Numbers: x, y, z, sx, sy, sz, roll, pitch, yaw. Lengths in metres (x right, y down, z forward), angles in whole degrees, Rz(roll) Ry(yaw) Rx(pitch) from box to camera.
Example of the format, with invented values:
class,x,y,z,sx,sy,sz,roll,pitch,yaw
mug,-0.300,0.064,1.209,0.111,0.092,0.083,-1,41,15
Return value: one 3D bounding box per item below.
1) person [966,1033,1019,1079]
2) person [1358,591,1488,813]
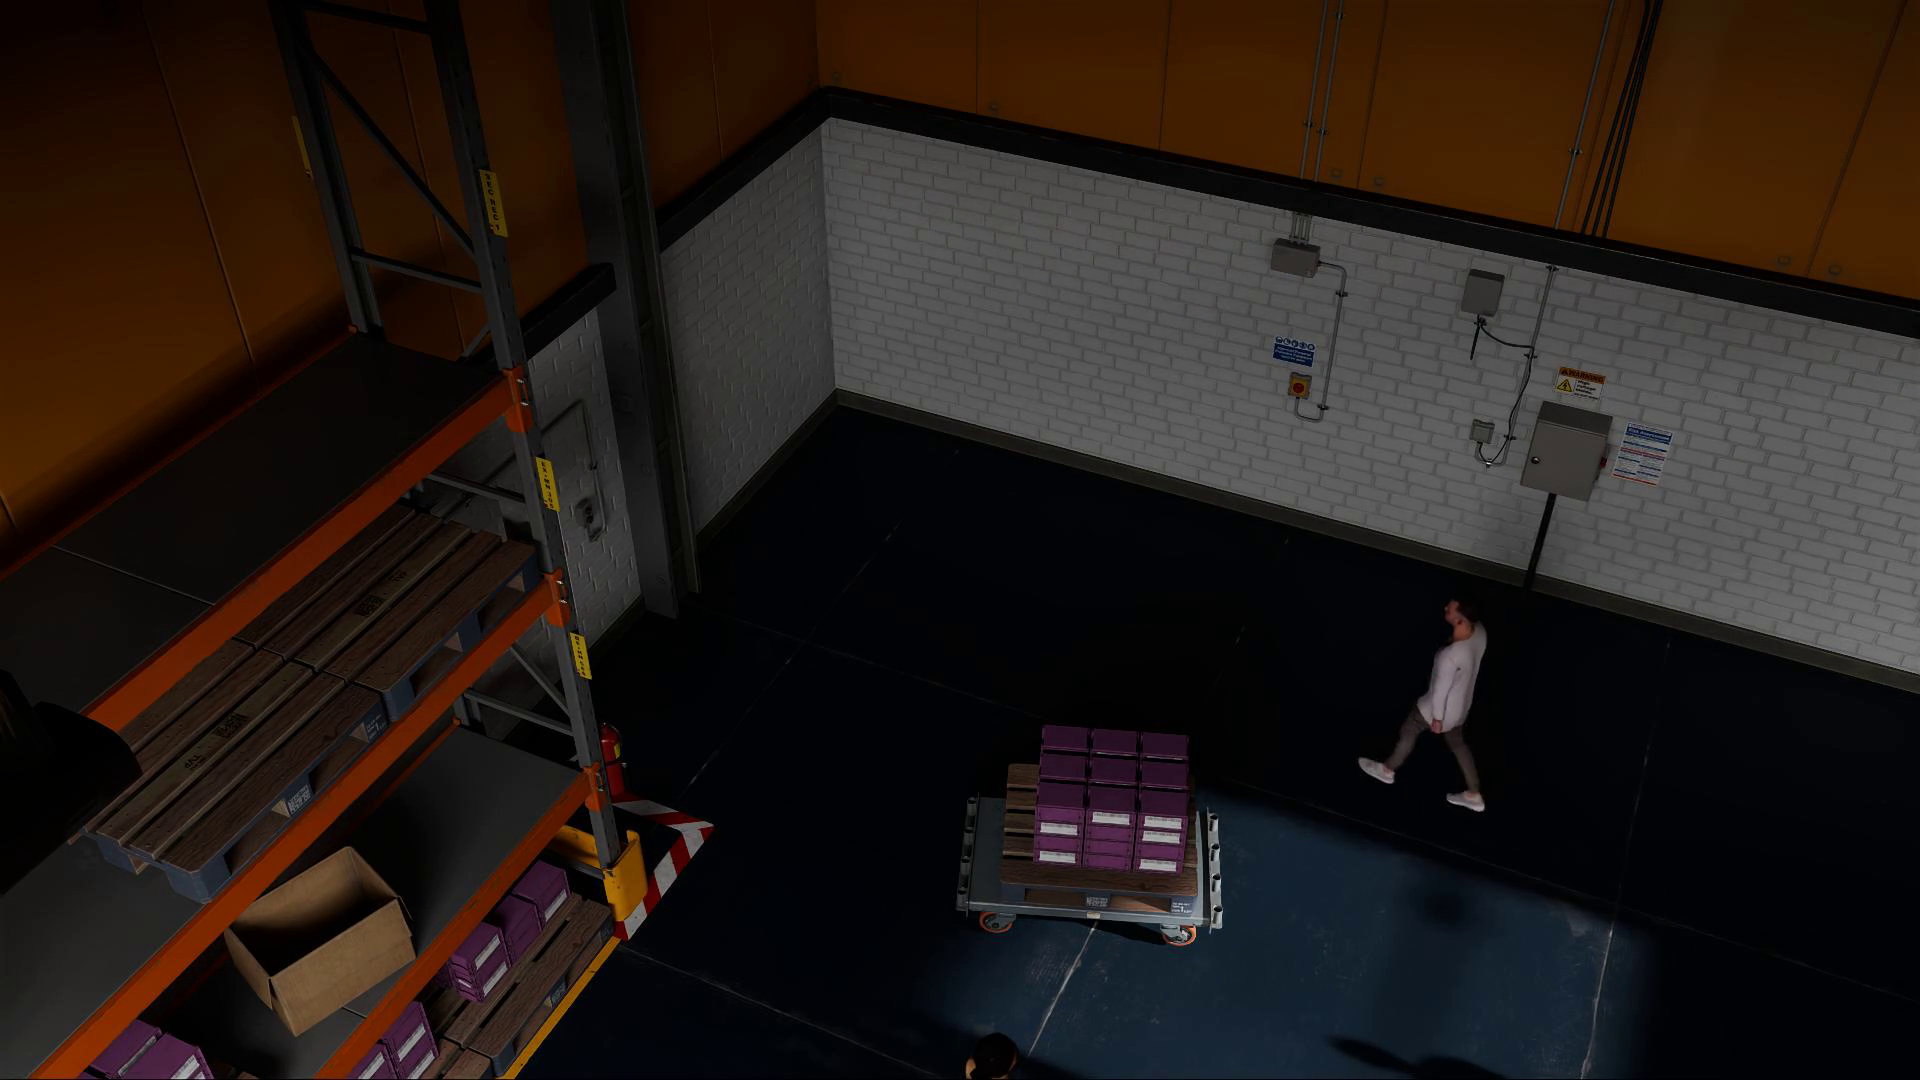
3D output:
class,x,y,z,sx,sy,sz,roll,pitch,yaw
person,0.154,3.067,8.529,0.649,1.651,0.636,-29,47,-31
person,3.263,1.078,10.899,0.980,1.803,1.156,32,48,33
